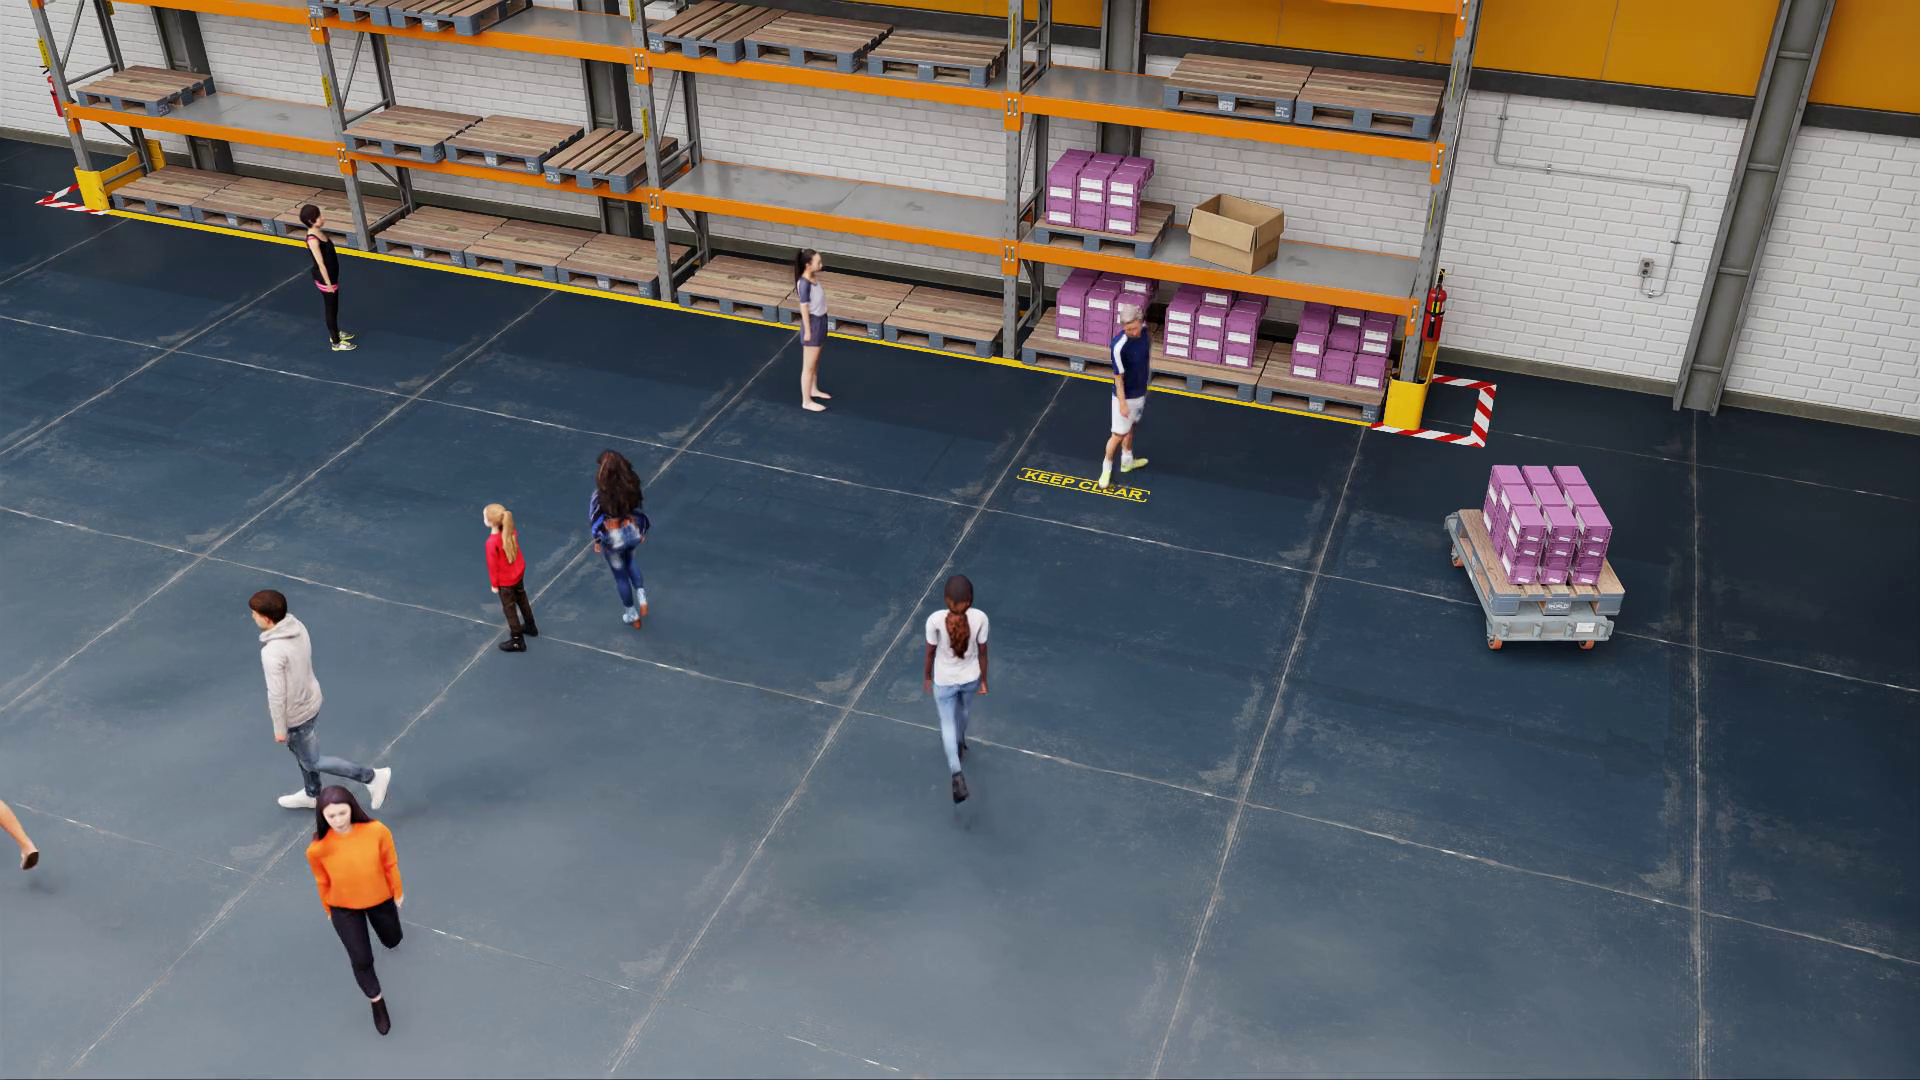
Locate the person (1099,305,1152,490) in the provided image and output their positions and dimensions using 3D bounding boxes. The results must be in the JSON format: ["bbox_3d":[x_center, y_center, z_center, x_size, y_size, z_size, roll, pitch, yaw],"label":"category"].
[{"bbox_3d":[1.524,-1.351,14.848,0.662,1.795,0.870,11,35,16],"label":"person"}]

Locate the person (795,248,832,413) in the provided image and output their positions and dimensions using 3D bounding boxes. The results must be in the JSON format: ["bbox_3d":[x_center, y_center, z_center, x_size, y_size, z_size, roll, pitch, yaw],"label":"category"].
[{"bbox_3d":[-1.433,-2.042,16.021,0.583,1.648,0.633,3,34,5],"label":"person"}]

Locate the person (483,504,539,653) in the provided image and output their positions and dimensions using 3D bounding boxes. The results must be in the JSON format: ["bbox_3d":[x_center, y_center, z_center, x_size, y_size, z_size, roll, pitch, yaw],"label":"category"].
[{"bbox_3d":[-3.498,0.273,12.870,0.491,1.281,0.494,9,35,13],"label":"person"}]

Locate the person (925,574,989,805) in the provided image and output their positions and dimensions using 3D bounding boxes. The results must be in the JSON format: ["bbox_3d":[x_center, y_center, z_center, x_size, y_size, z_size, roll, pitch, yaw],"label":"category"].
[{"bbox_3d":[-0.009,1.022,11.373,1.102,1.690,1.020,-7,34,-10],"label":"person"}]

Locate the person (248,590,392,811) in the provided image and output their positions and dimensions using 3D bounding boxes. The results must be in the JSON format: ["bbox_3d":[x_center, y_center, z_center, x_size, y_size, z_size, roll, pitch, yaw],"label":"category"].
[{"bbox_3d":[-4.318,1.127,11.086,1.172,1.834,0.983,-4,34,-6],"label":"person"}]

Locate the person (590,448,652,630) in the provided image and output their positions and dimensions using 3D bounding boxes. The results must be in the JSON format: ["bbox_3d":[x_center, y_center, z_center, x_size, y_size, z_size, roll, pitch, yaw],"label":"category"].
[{"bbox_3d":[-2.601,0.026,12.941,0.715,1.613,0.735,-27,42,-35],"label":"person"}]

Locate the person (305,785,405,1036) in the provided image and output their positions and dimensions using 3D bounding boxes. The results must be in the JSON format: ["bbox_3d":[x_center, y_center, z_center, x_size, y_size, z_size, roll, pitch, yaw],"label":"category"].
[{"bbox_3d":[-3.511,2.071,9.757,1.000,1.732,1.046,-13,36,-18],"label":"person"}]

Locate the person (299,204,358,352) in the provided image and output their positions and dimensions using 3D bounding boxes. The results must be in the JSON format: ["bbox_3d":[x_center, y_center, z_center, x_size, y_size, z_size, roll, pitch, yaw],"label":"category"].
[{"bbox_3d":[-6.536,-2.718,17.124,0.669,1.553,0.620,-12,35,-17],"label":"person"}]
